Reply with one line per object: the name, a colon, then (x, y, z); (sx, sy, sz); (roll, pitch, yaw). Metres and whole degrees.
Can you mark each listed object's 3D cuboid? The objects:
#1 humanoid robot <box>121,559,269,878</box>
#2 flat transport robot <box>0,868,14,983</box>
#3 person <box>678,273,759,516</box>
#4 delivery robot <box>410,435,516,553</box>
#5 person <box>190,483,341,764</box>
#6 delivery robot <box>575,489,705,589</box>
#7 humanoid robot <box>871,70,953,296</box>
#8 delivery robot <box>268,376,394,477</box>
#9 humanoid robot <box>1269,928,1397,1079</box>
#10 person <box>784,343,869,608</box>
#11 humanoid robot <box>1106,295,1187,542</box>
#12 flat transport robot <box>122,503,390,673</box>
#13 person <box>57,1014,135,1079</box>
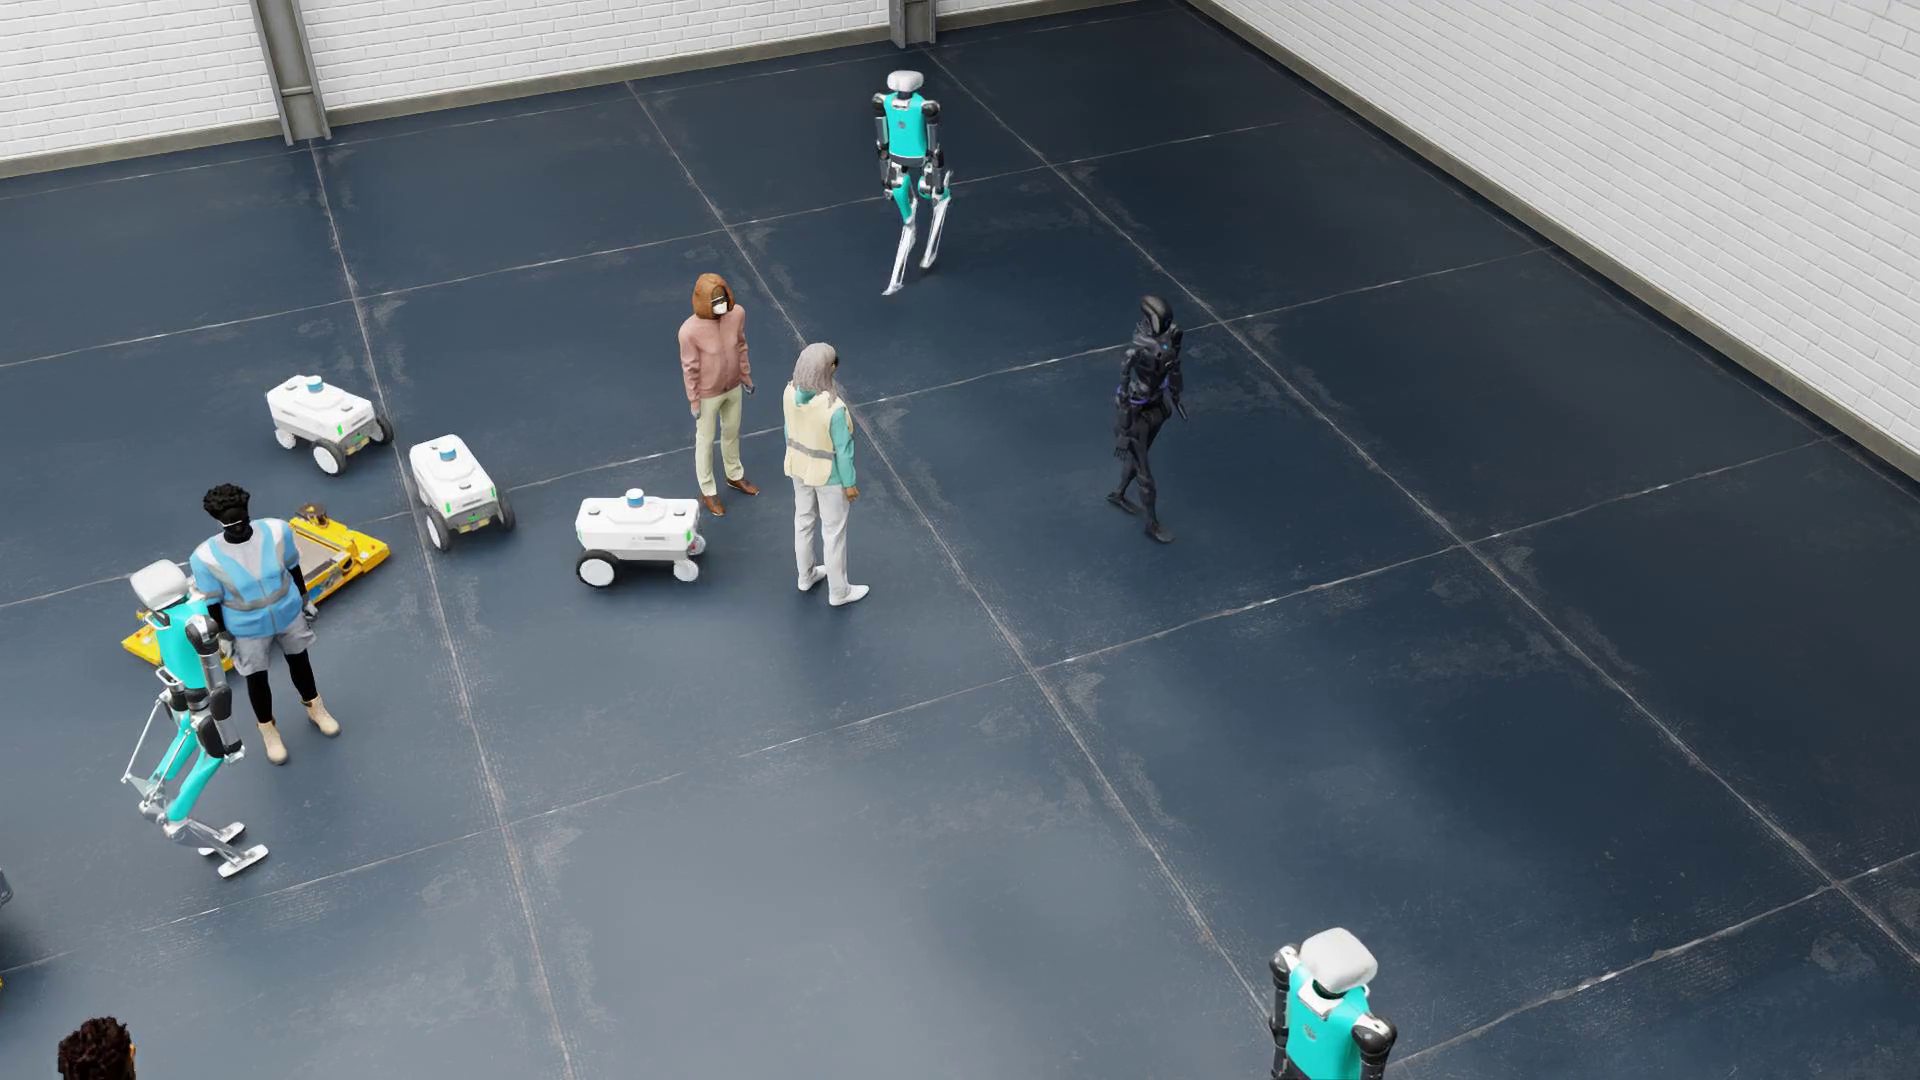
humanoid robot: (-3.706, 0.925, 7.811); (0.530, 1.733, 0.693); (28, 46, 32)
flat transport robot: (-5.220, 1.907, 7.791); (1.431, 0.231, 0.659); (23, 43, 27)
person: (-1.494, -0.928, 10.358); (0.284, 1.633, 0.498); (31, 47, 34)
delivery robot: (-3.168, -0.318, 10.468); (0.499, 0.614, 0.812); (-22, 43, -26)
person: (-3.579, 0.407, 8.570); (0.536, 1.695, 0.320); (-28, 46, -32)
delivery robot: (-1.965, -0.036, 10.100); (0.805, 0.612, 0.499); (1, 38, 1)
humanoid robot: (-0.305, -2.780, 12.712); (0.542, 1.799, 0.842); (14, 40, 17)
delivery robot: (-4.240, -0.822, 11.093); (0.768, 0.576, 0.499); (19, 42, 23)
humanoid robot: (1.514, 2.067, 6.394); (0.892, 1.774, 0.569); (-24, 44, -28)
person: (-0.809, -0.362, 9.561); (0.469, 1.708, 0.367); (27, 45, 30)
humanoid robot: (1.180, -0.773, 10.136); (0.647, 1.641, 0.591); (31, 47, 34)
flat transport robot: (-4.168, 0.300, 9.884); (0.659, 0.231, 1.431); (20, 42, 24)
person: (-2.745, 2.369, 5.813); (0.594, 1.945, 0.439); (-10, 39, -13)
